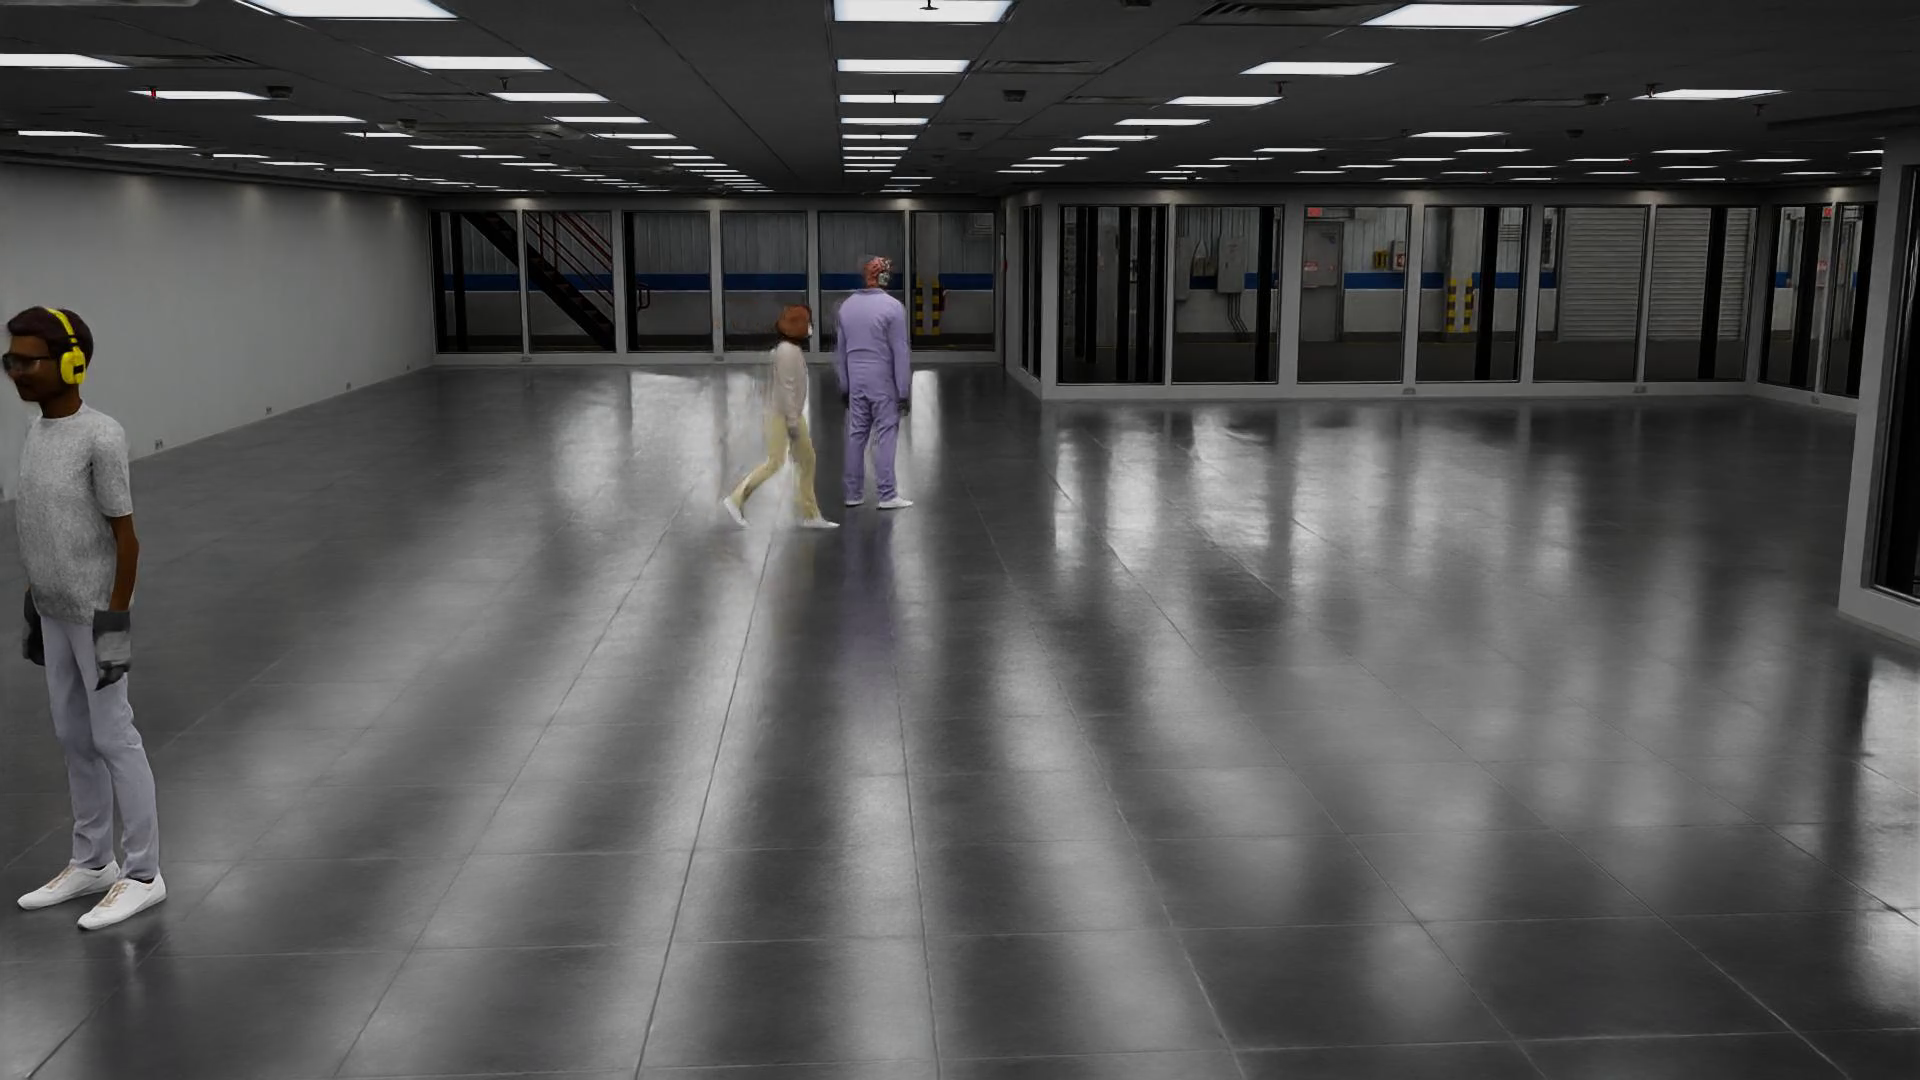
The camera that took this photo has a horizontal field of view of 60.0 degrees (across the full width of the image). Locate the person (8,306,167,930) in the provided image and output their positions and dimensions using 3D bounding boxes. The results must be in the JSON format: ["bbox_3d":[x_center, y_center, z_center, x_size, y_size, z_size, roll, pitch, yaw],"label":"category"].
[{"bbox_3d":[-2.679,0.234,5.027,0.512,1.874,0.328,6,12,31],"label":"person"}]

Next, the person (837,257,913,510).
[{"bbox_3d":[-0.654,-1.170,12.574,0.693,1.895,0.457,8,13,36],"label":"person"}]

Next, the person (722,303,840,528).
[{"bbox_3d":[-1.275,-0.856,11.639,0.767,1.601,0.507,1,11,5],"label":"person"}]
